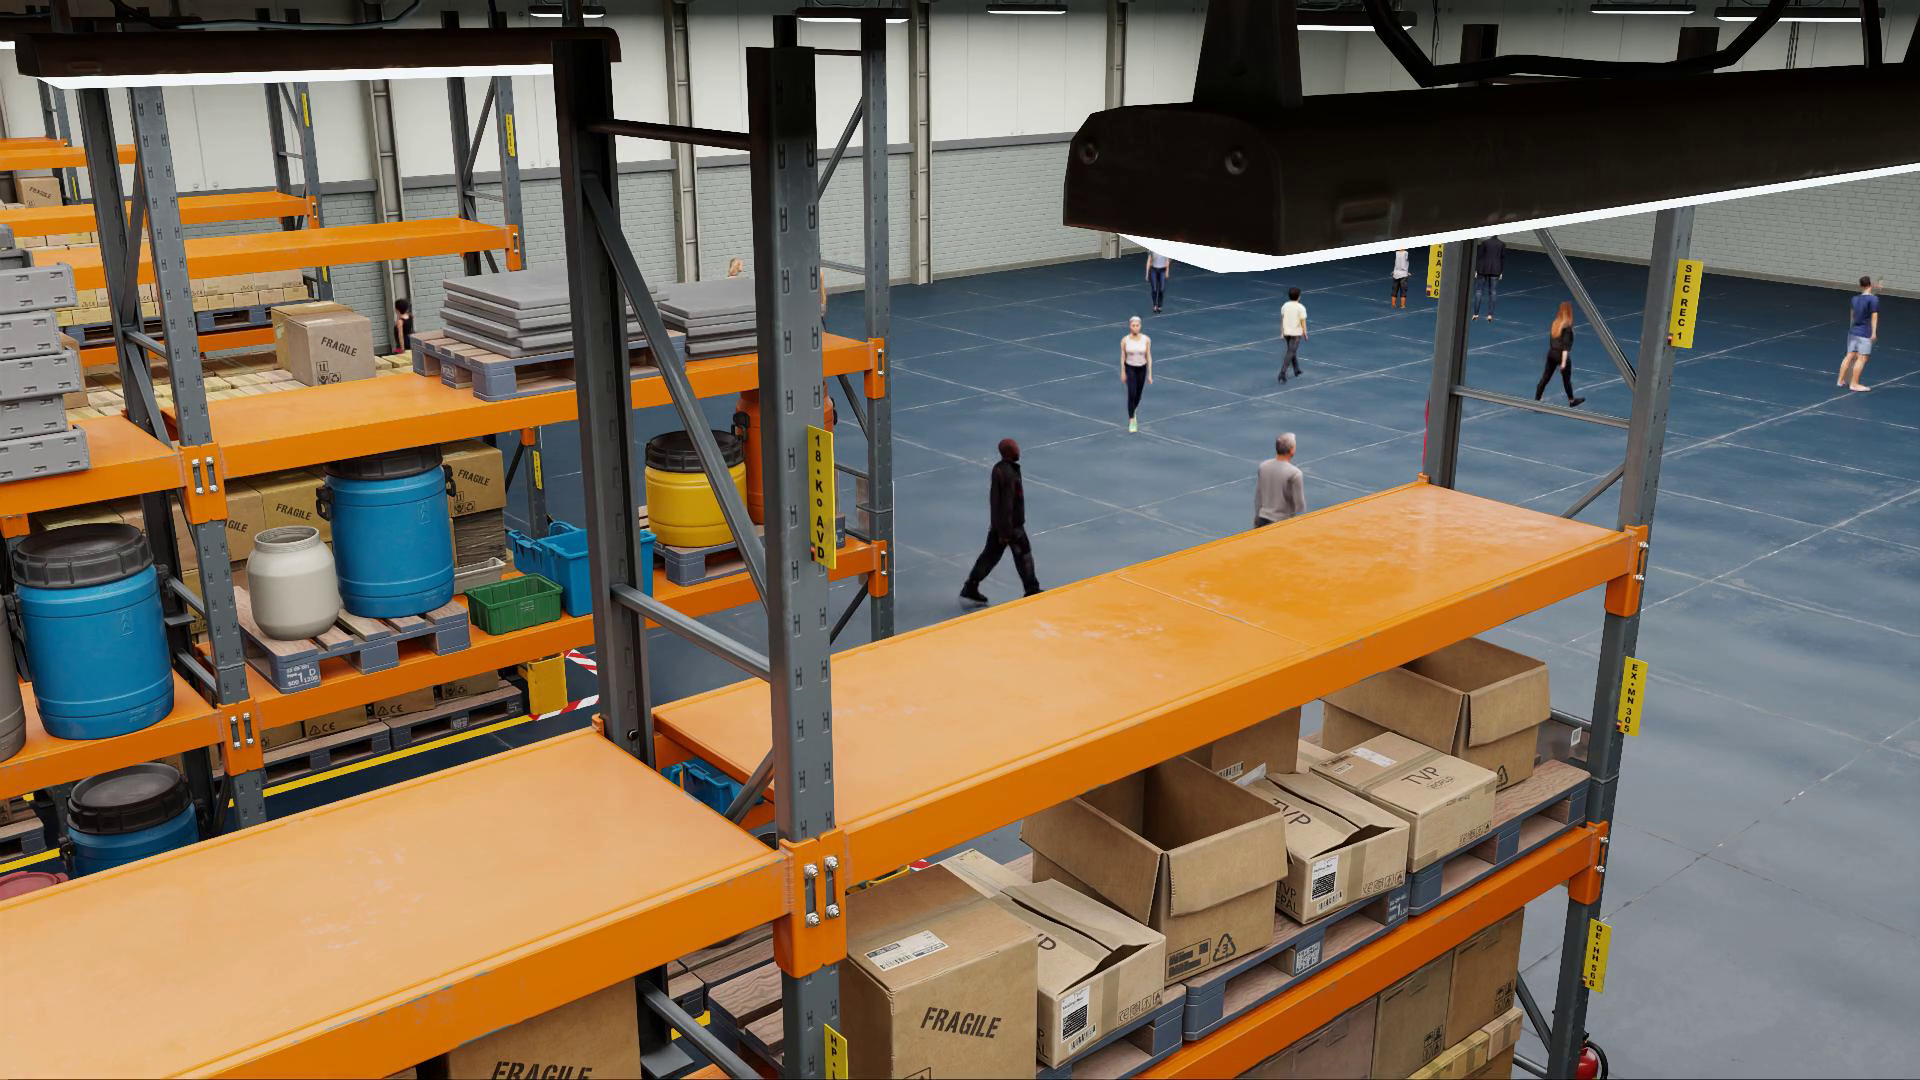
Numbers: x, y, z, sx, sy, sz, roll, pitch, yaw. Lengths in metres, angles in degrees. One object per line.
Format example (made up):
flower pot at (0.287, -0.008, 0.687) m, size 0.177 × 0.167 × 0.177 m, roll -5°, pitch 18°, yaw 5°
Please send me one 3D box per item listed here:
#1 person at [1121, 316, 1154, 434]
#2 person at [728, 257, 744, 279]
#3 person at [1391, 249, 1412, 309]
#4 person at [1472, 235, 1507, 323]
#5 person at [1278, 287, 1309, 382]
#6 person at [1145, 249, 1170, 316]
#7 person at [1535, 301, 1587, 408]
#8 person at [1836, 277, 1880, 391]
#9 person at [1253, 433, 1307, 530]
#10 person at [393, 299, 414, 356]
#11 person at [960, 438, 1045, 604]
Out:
person at (2.589, -2.469, 24.568) m, size 1.164 × 1.664 × 1.114 m, roll -2°, pitch 18°, yaw -5°
person at (-4.086, -4.013, 29.148) m, size 1.210 × 1.765 × 0.922 m, roll -4°, pitch 18°, yaw -12°
person at (9.102, -5.536, 34.321) m, size 0.626 × 1.457 × 0.600 m, roll 11°, pitch 21°, yaw 30°
person at (9.396, -4.784, 29.684) m, size 0.825 × 1.782 × 0.785 m, roll 3°, pitch 18°, yaw 8°
person at (5.473, -3.367, 27.517) m, size 0.978 × 1.545 × 0.581 m, roll -15°, pitch 23°, yaw -38°
person at (3.983, -5.383, 33.498) m, size 1.059 × 1.677 × 1.151 m, roll 2°, pitch 18°, yaw 7°
person at (9.103, -2.791, 25.548) m, size 1.198 × 1.669 × 0.903 m, roll -6°, pitch 19°, yaw -18°
person at (14.656, -3.353, 27.023) m, size 0.728 × 1.825 × 0.736 m, roll -1°, pitch 18°, yaw -2°
person at (3.214, -0.154, 17.086) m, size 0.750 × 1.895 × 0.770 m, roll -12°, pitch 21°, yaw -32°
person at (-8.841, -3.088, 26.671) m, size 0.703 × 1.540 × 0.620 m, roll 6°, pitch 19°, yaw 19°
person at (0.372, -0.167, 17.279) m, size 1.335 × 1.800 × 1.054 m, roll -5°, pitch 19°, yaw -14°
